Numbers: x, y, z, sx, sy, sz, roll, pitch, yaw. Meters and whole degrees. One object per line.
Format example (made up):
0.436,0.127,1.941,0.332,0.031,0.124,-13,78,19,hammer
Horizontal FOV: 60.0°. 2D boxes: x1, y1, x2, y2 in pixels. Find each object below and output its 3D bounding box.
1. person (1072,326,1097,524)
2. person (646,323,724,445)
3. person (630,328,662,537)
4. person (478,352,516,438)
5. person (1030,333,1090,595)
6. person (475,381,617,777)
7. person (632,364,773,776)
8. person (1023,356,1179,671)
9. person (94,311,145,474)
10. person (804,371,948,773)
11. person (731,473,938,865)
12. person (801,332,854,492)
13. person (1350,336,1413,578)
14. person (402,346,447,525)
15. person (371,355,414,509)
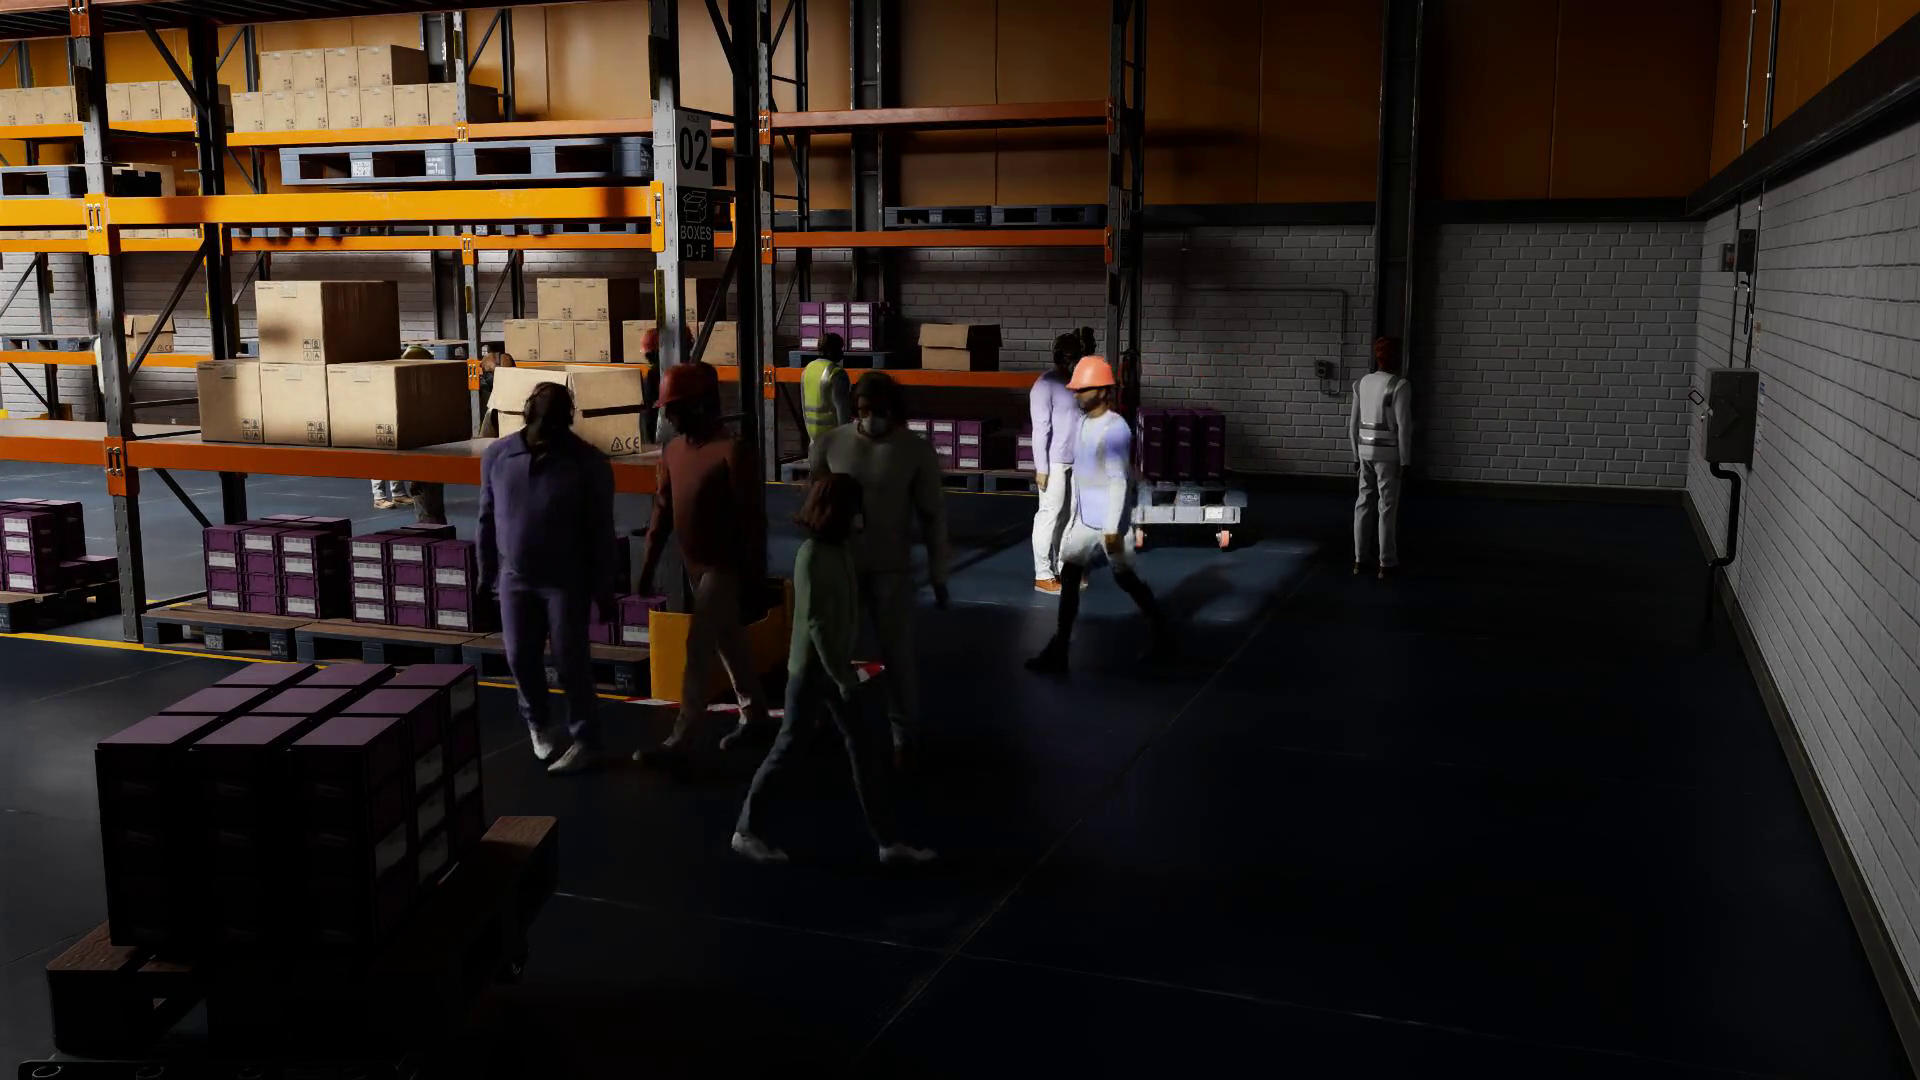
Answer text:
1.164,-1.083,15.793,0.325,1.871,0.521,2,9,9,person
-2.354,-0.893,14.280,0.659,1.966,0.629,-2,9,-11,person
-2.532,-0.966,15.006,0.858,1.896,0.550,-3,9,-16,person
-3.138,-0.386,11.549,0.430,1.835,0.621,-2,9,-11,person
0.749,-0.566,12.361,0.357,1.933,0.626,6,11,35,person
-1.953,0.180,7.905,0.703,1.872,0.494,2,9,10,person
-1.253,0.128,7.999,0.992,1.931,0.630,-8,12,-42,person
0.897,-0.162,9.968,0.995,1.894,0.563,-4,10,-26,person
-10.019,-1.782,19.798,0.395,1.992,0.622,1,9,3,person
-0.450,0.138,7.999,0.810,1.915,0.547,1,9,6,person
-0.542,0.526,6.572,0.843,1.595,0.504,3,10,19,person
-1.173,-0.957,15.089,0.429,1.841,0.633,-7,11,-38,person
3.298,-0.645,13.002,0.362,1.882,0.576,-6,11,-32,person
-4.031,-0.538,12.486,0.404,1.833,0.592,-1,9,-7,person
-5.776,-1.241,16.876,0.430,1.845,0.619,4,10,25,person
